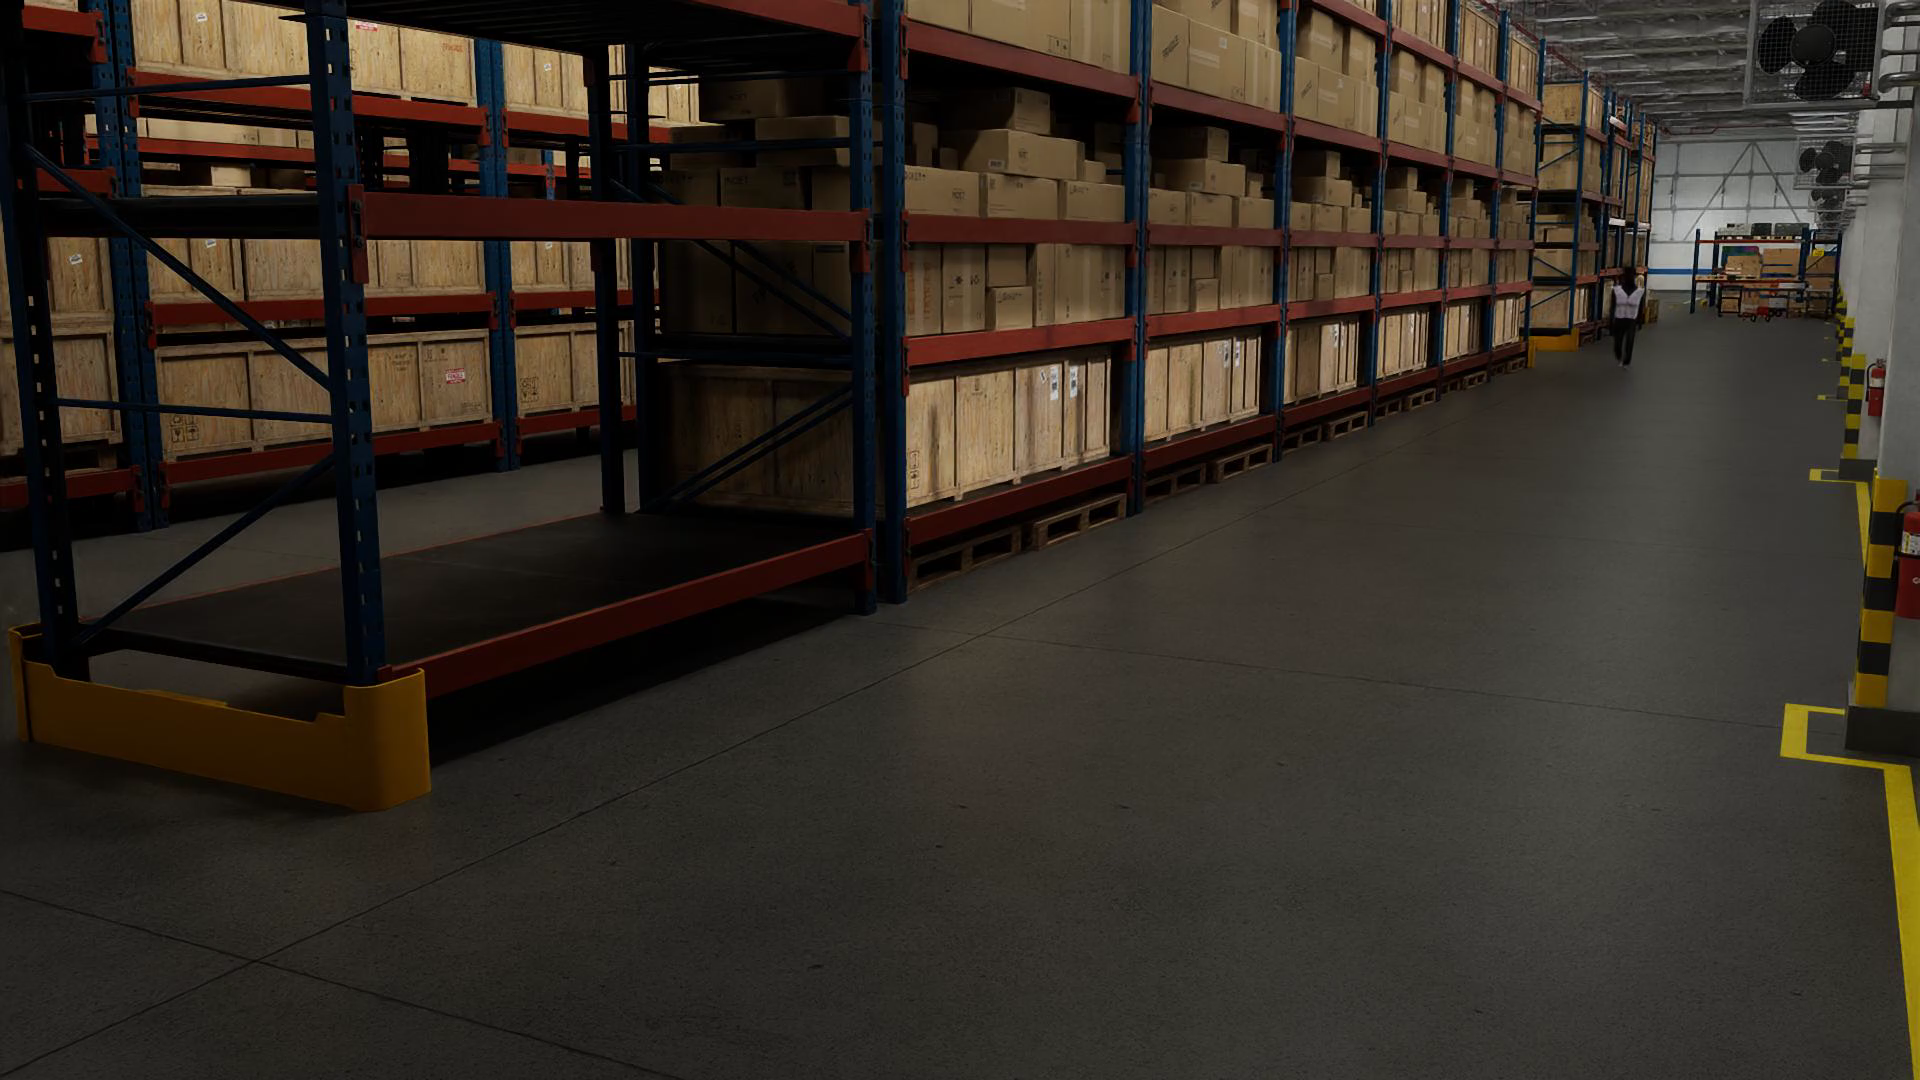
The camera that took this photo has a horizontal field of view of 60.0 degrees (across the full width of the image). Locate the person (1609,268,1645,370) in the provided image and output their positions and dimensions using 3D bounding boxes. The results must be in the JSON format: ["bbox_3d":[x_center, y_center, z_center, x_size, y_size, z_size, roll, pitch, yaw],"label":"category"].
[{"bbox_3d":[12.484,-4.142,31.160,0.595,1.895,0.830,3,10,19],"label":"person"}]
